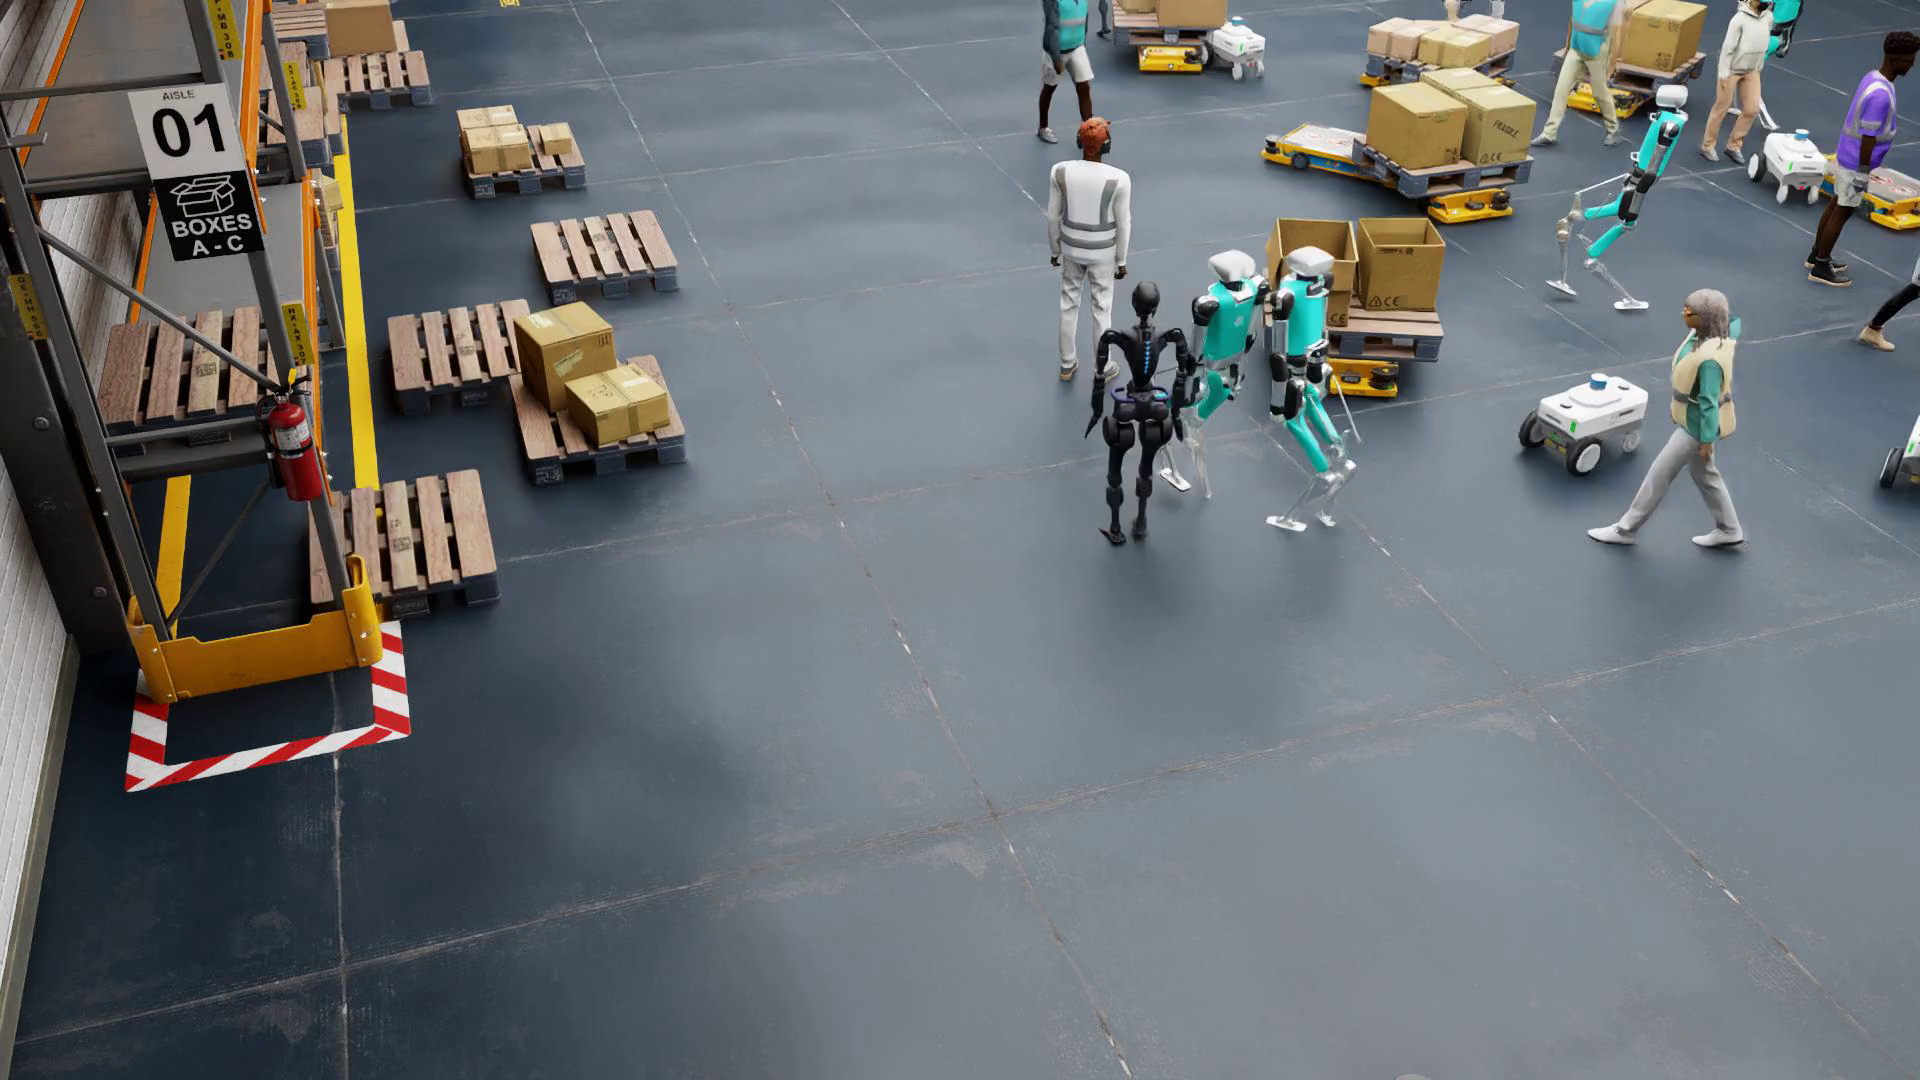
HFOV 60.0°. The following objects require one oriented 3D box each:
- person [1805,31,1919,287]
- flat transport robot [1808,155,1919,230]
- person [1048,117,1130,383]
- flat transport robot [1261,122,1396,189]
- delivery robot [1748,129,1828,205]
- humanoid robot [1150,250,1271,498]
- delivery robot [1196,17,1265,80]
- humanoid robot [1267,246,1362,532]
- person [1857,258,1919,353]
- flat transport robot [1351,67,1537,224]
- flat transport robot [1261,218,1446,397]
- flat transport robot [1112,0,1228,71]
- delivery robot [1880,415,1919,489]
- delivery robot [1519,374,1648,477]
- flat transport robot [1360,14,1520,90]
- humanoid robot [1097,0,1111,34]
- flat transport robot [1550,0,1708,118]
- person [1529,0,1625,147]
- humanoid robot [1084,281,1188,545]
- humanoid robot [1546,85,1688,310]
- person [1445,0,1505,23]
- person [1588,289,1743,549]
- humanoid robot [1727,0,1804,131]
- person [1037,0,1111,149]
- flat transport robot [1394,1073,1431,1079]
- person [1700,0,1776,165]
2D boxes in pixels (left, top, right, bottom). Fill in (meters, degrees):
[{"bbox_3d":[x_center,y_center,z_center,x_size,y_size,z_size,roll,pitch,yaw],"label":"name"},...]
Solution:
[{"bbox_3d":[6.951,-2.944,12.824,0.365,1.960,0.611,12,35,17],"label":"person"},{"bbox_3d":[7.950,-3.087,14.593,0.659,0.231,1.431,-11,35,-16],"label":"flat transport robot"},{"bbox_3d":[0.879,-1.964,11.394,0.573,1.882,0.359,13,35,19],"label":"person"},{"bbox_3d":[3.559,-3.534,15.279,1.431,0.231,0.659,21,39,29],"label":"flat transport robot"},{"bbox_3d":[7.363,-3.336,14.697,0.499,0.576,0.768,3,33,5],"label":"delivery robot"},{"bbox_3d":[1.388,-0.978,10.045,0.551,1.797,0.852,-22,39,-29],"label":"humanoid robot"},{"bbox_3d":[2.900,-5.236,17.628,0.499,0.595,0.783,-15,36,-21],"label":"delivery robot"},{"bbox_3d":[2.128,-0.787,9.739,0.703,1.803,0.530,26,41,34],"label":"humanoid robot"},{"bbox_3d":[6.917,-1.980,11.633,0.864,1.646,0.533,23,39,30],"label":"person"},{"bbox_3d":[4.205,-3.163,14.710,0.659,0.231,1.431,-10,35,-16],"label":"flat transport robot"},{"bbox_3d":[2.779,-1.451,12.083,0.659,0.231,1.431,4,33,6],"label":"flat transport robot"},{"bbox_3d":[2.265,-5.424,18.178,0.659,0.231,1.431,2,33,2],"label":"flat transport robot"},{"bbox_3d":[6.190,-0.601,10.498,0.499,0.572,0.747,20,38,28],"label":"delivery robot"},{"bbox_3d":[4.086,-0.794,10.806,0.773,0.586,0.499,-17,37,-24],"label":"delivery robot"},{"bbox_3d":[4.908,-4.696,17.060,1.431,0.231,0.659,28,42,36],"label":"flat transport robot"},{"bbox_3d":[1.759,-6.400,18.380,0.609,1.650,0.316,-6,34,-9],"label":"humanoid robot"},{"bbox_3d":[6.754,-4.629,16.959,0.659,0.231,1.431,24,40,32],"label":"flat transport robot"},{"bbox_3d":[5.879,-4.522,15.398,0.846,1.807,0.635,-16,36,-23],"label":"person"},{"bbox_3d":[1.026,-0.730,9.692,0.586,1.653,0.325,-4,33,-5],"label":"humanoid robot"},{"bbox_3d":[4.833,-2.560,12.479,0.961,1.762,0.531,11,35,16],"label":"humanoid robot"},{"bbox_3d":[5.893,-6.543,18.460,0.828,1.840,0.473,23,40,31],"label":"person"},{"bbox_3d":[4.269,-0.668,9.593,0.861,1.663,0.481,10,34,15],"label":"person"},{"bbox_3d":[7.554,-4.735,15.776,0.581,1.742,0.970,-17,37,-24],"label":"humanoid robot"},{"bbox_3d":[1.025,-4.508,15.284,0.574,1.891,0.968,-19,38,-27],"label":"person"},{"bbox_3d":[1.751,2.577,5.906,0.659,0.231,1.431,12,35,17],"label":"flat transport robot"},{"bbox_3d":[7.082,-4.200,15.029,0.499,1.649,0.539,-7,34,-11],"label":"person"}]
